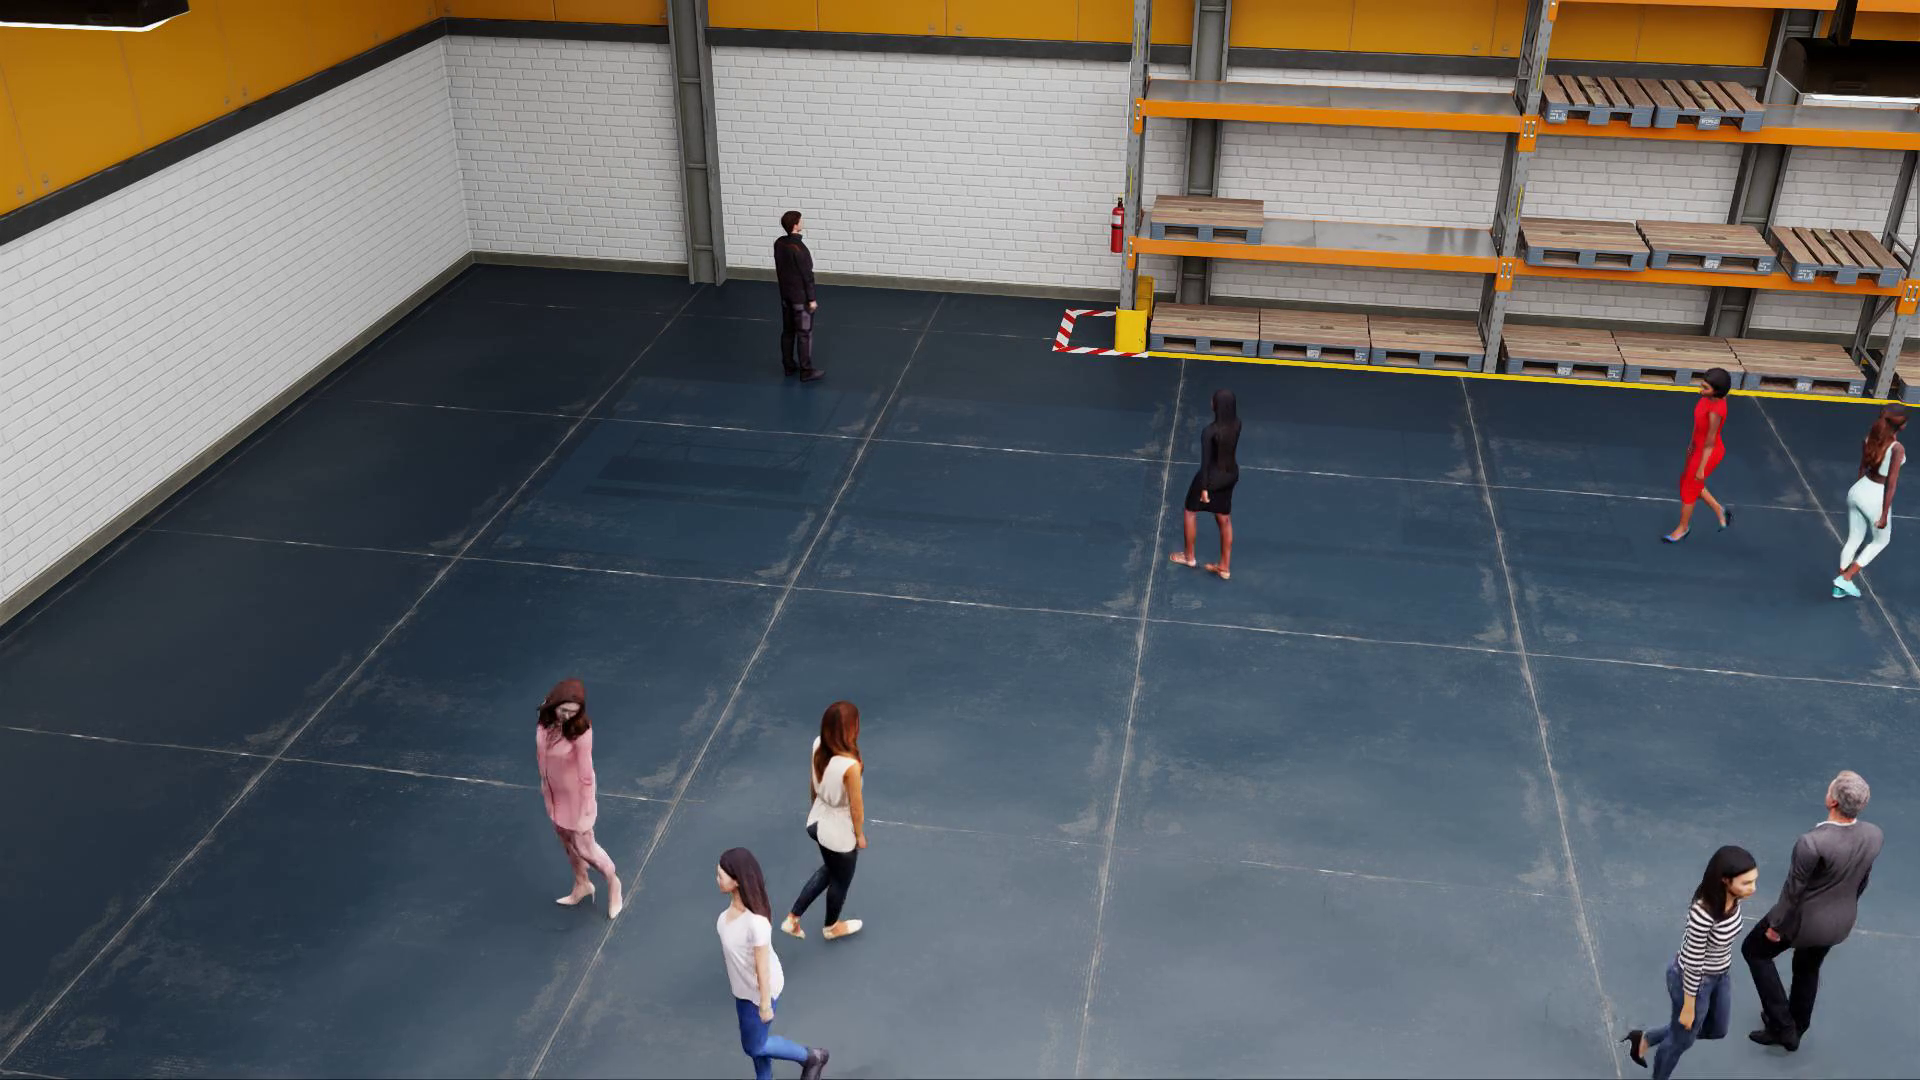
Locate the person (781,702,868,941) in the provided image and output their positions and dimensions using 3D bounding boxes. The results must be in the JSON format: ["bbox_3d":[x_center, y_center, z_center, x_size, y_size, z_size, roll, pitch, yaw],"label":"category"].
[{"bbox_3d":[-0.805,1.746,9.776,0.906,1.761,0.847,-20,35,-33],"label":"person"}]

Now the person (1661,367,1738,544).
[{"bbox_3d":[6.465,-0.685,14.280,0.800,1.717,0.673,9,30,16],"label":"person"}]

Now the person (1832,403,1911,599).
[{"bbox_3d":[7.335,-0.289,13.565,0.733,1.706,0.698,-5,29,-10],"label":"person"}]

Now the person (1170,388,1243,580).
[{"bbox_3d":[2.210,-0.449,13.857,0.848,1.707,0.916,-21,35,-33],"label":"person"}]

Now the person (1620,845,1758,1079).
[{"bbox_3d":[3.786,2.295,8.749,0.792,1.781,0.856,-21,35,-33],"label":"person"}]

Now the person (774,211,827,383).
[{"bbox_3d":[-1.742,-2.596,17.657,0.855,1.838,0.741,-25,37,-38],"label":"person"}]

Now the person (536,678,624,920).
[{"bbox_3d":[-2.396,1.536,10.157,0.827,1.766,0.718,-17,33,-28],"label":"person"}]

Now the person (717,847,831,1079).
[{"bbox_3d":[-0.987,2.339,8.795,0.932,1.659,0.852,-14,32,-24],"label":"person"}]

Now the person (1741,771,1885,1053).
[{"bbox_3d":[4.687,2.097,9.063,0.806,1.827,0.930,-8,30,-15],"label":"person"}]
